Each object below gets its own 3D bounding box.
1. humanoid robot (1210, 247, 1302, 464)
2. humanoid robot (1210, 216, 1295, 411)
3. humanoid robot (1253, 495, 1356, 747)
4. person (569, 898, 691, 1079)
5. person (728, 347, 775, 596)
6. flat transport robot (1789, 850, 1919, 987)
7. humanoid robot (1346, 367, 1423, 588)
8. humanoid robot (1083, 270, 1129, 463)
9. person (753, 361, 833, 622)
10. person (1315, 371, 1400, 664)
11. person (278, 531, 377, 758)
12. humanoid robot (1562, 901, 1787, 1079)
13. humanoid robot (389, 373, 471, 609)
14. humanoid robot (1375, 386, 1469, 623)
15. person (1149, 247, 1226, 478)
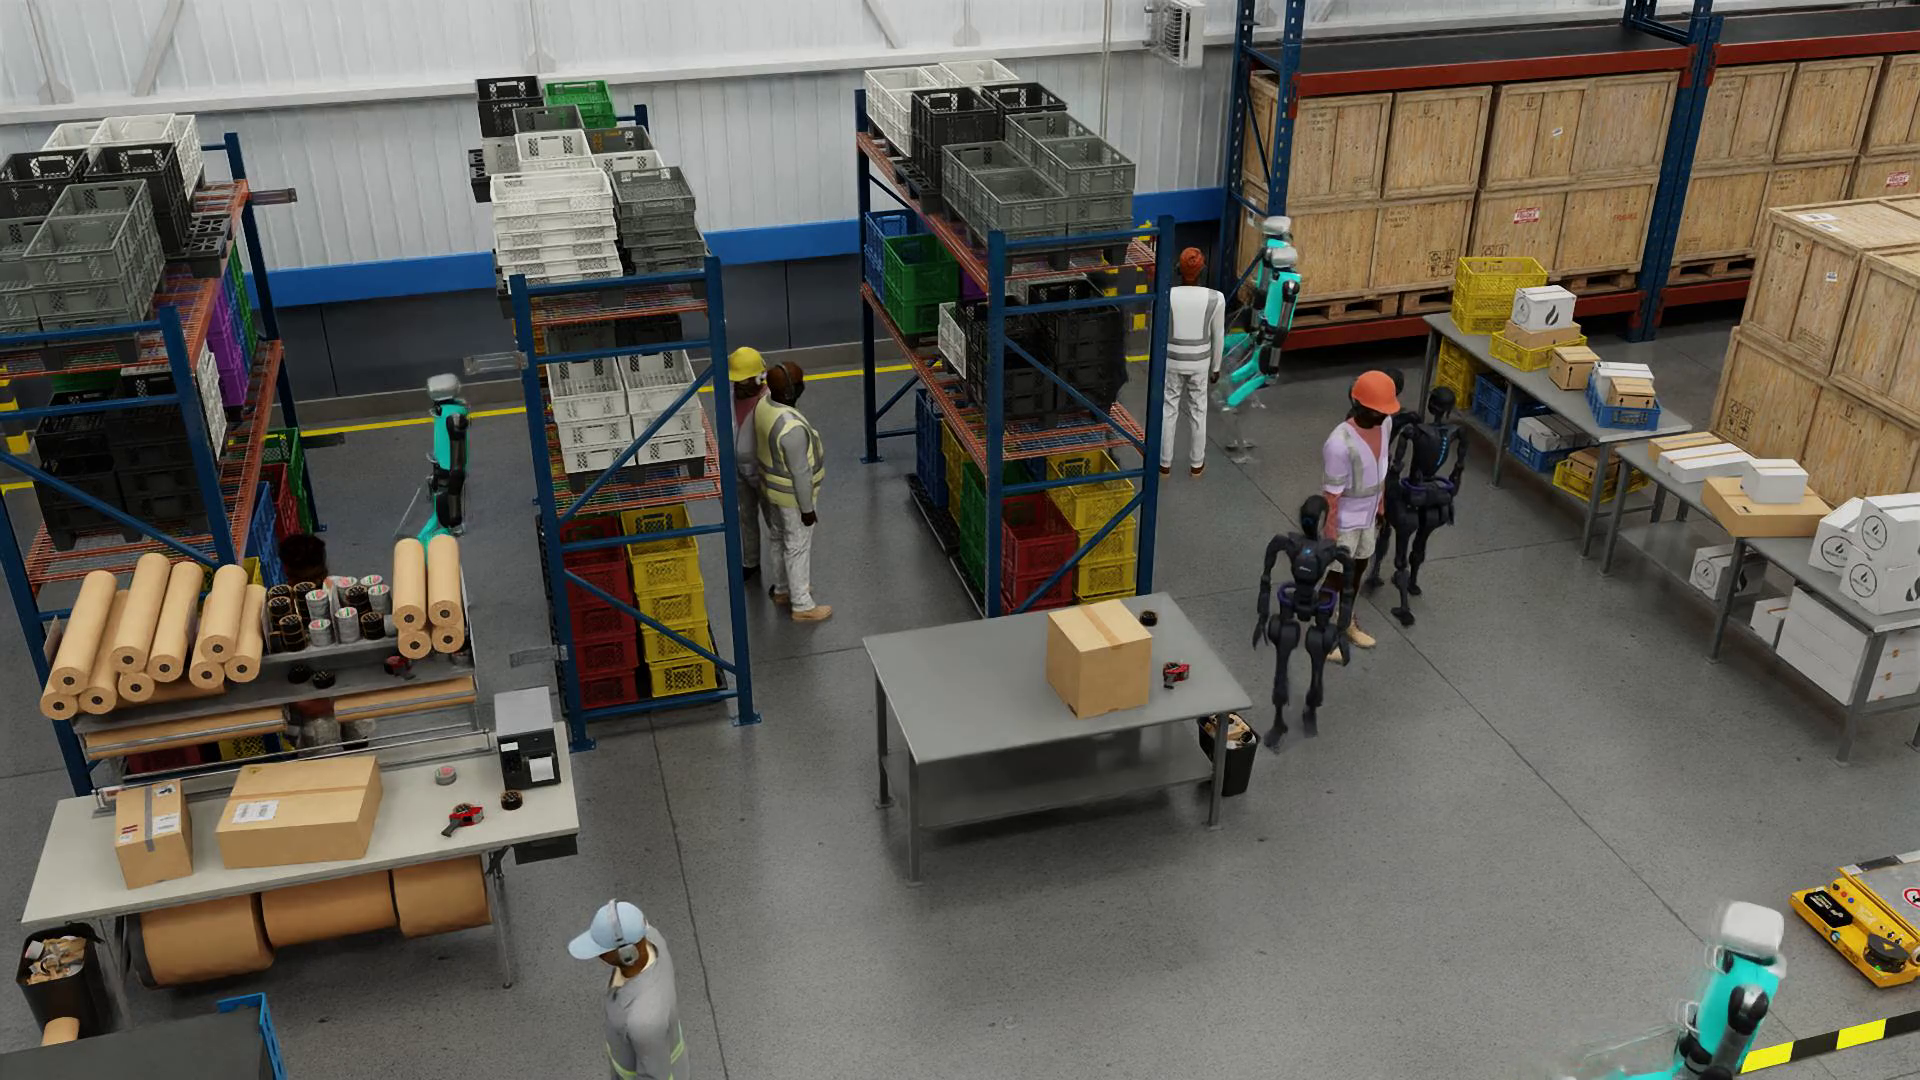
[{"bbox_3d":[2.293,-1.471,13.279,0.738,1.761,0.534,0,29,-1],"label":"humanoid robot"},{"bbox_3d":[2.379,-1.897,14.097,0.798,1.777,0.532,13,31,22],"label":"humanoid robot"},{"bbox_3d":[2.037,0.484,9.832,0.589,1.675,0.371,10,30,18],"label":"humanoid robot"},{"bbox_3d":[-1.267,2.151,6.608,0.390,1.849,0.587,-7,29,-12],"label":"person"},{"bbox_3d":[-1.417,-0.480,11.419,0.588,1.823,0.403,16,32,26],"label":"person"},{"bbox_3d":[5.163,1.916,8.676,1.431,0.231,0.659,-8,30,-14],"label":"flat transport robot"},{"bbox_3d":[2.865,-0.410,11.450,0.593,1.653,0.319,13,31,23],"label":"humanoid robot"},{"bbox_3d":[1.113,-1.340,13.144,0.612,1.647,0.338,-24,37,-37],"label":"humanoid robot"},{"bbox_3d":[-1.114,-0.326,11.119,0.429,1.845,0.629,-14,32,-24],"label":"person"},{"bbox_3d":[2.529,-0.146,10.607,0.609,2.030,0.401,-25,38,-38],"label":"person"},{"bbox_3d":[-3.370,0.828,8.894,0.361,1.962,0.611,18,33,29],"label":"person"},{"bbox_3d":[2.696,2.132,6.793,0.967,1.771,0.539,13,31,22],"label":"humanoid robot"},{"bbox_3d":[-3.580,-0.188,10.970,0.880,1.768,0.597,-12,31,-21],"label":"humanoid robot"},{"bbox_3d":[3.080,-0.269,11.221,0.615,1.643,0.609,-7,30,-13],"label":"humanoid robot"},{"bbox_3d":[1.755,-1.365,12.970,0.571,1.882,0.356,2,29,3],"label":"person"}]
